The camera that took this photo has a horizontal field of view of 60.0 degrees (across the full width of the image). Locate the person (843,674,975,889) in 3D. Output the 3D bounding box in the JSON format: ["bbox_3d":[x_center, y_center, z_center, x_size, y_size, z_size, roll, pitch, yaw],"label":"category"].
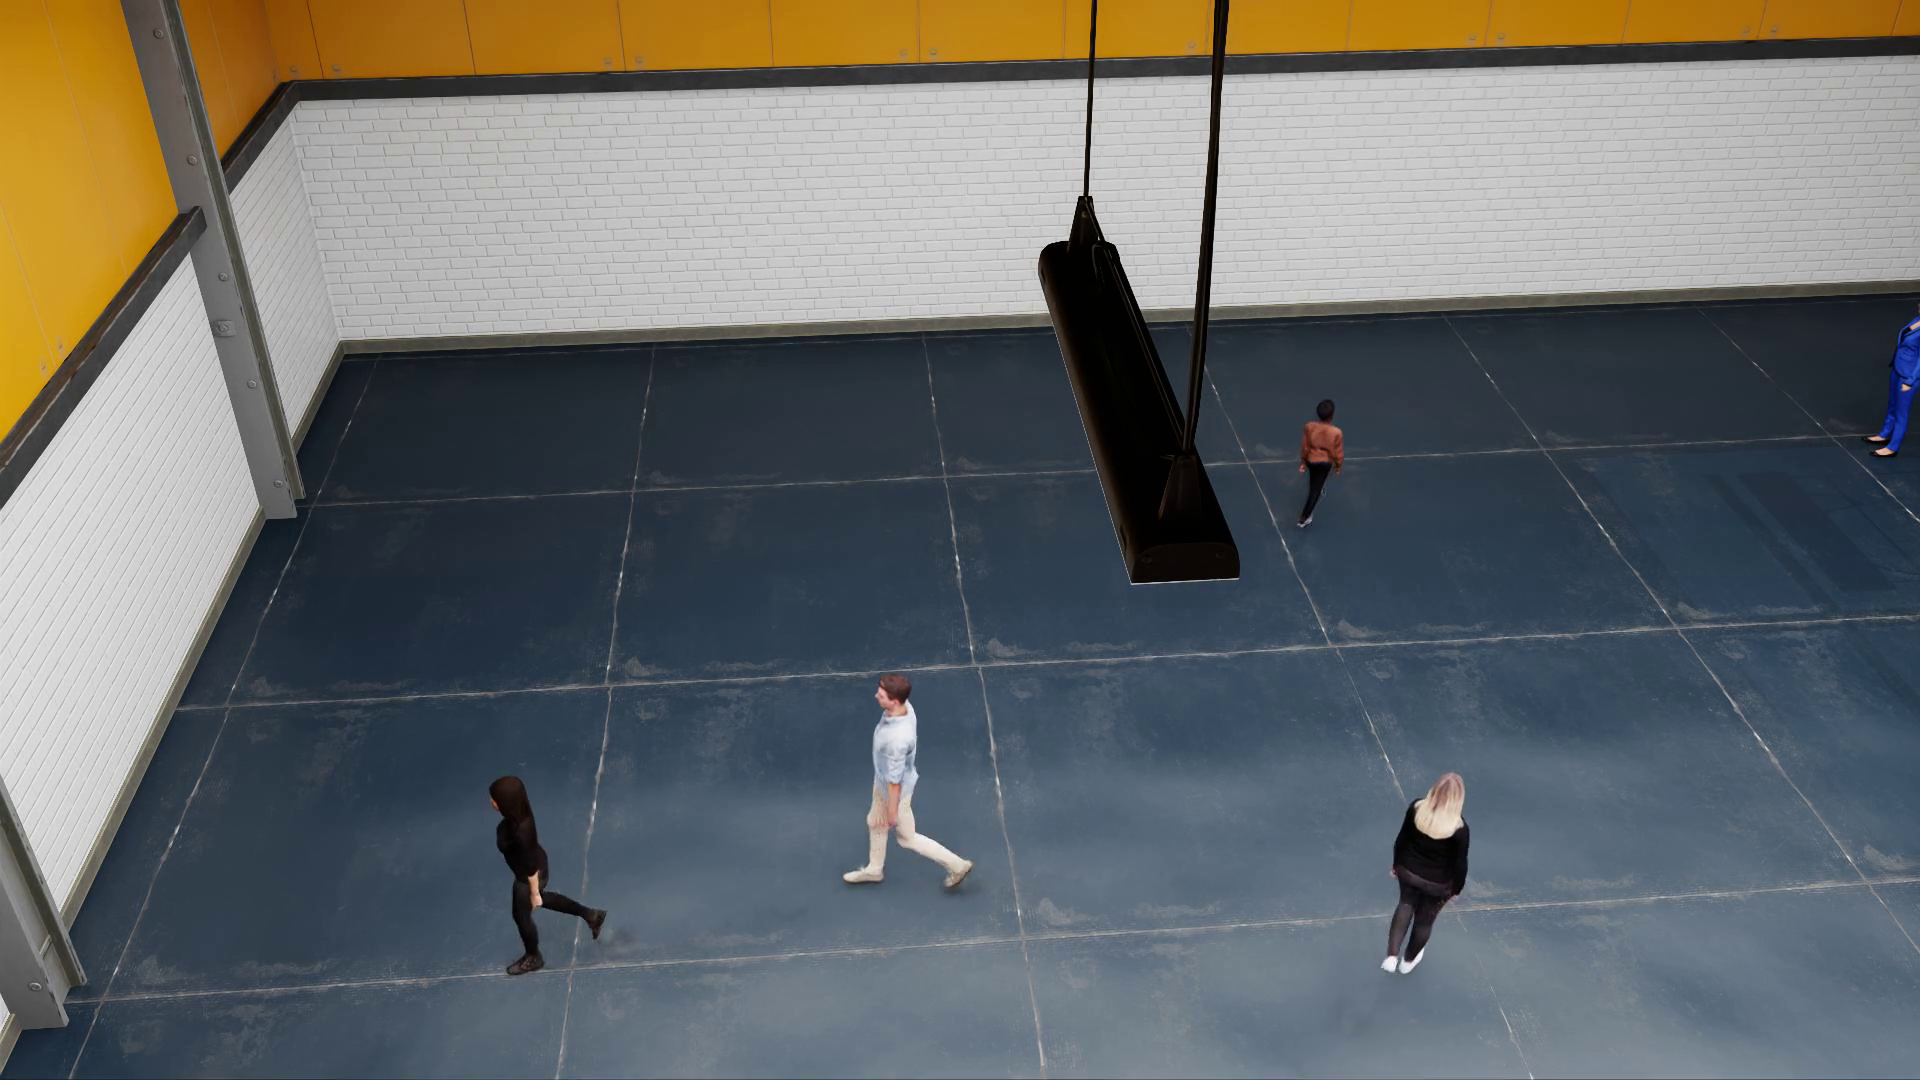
[{"bbox_3d":[-0.337,1.657,11.110,0.752,1.821,1.082,-1,34,-1],"label":"person"}]

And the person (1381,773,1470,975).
[{"bbox_3d":[2.892,2.171,10.468,0.826,1.676,0.886,24,40,31],"label":"person"}]

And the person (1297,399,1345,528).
[{"bbox_3d":[3.256,-0.678,15.169,0.841,1.218,0.979,17,37,24],"label":"person"}]

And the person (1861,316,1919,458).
[{"bbox_3d":[9.213,-1.612,16.137,0.732,1.701,0.582,6,34,9],"label":"person"}]

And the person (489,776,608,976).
[{"bbox_3d":[-2.666,2.105,10.613,0.736,1.625,0.894,-9,35,-13],"label":"person"}]
